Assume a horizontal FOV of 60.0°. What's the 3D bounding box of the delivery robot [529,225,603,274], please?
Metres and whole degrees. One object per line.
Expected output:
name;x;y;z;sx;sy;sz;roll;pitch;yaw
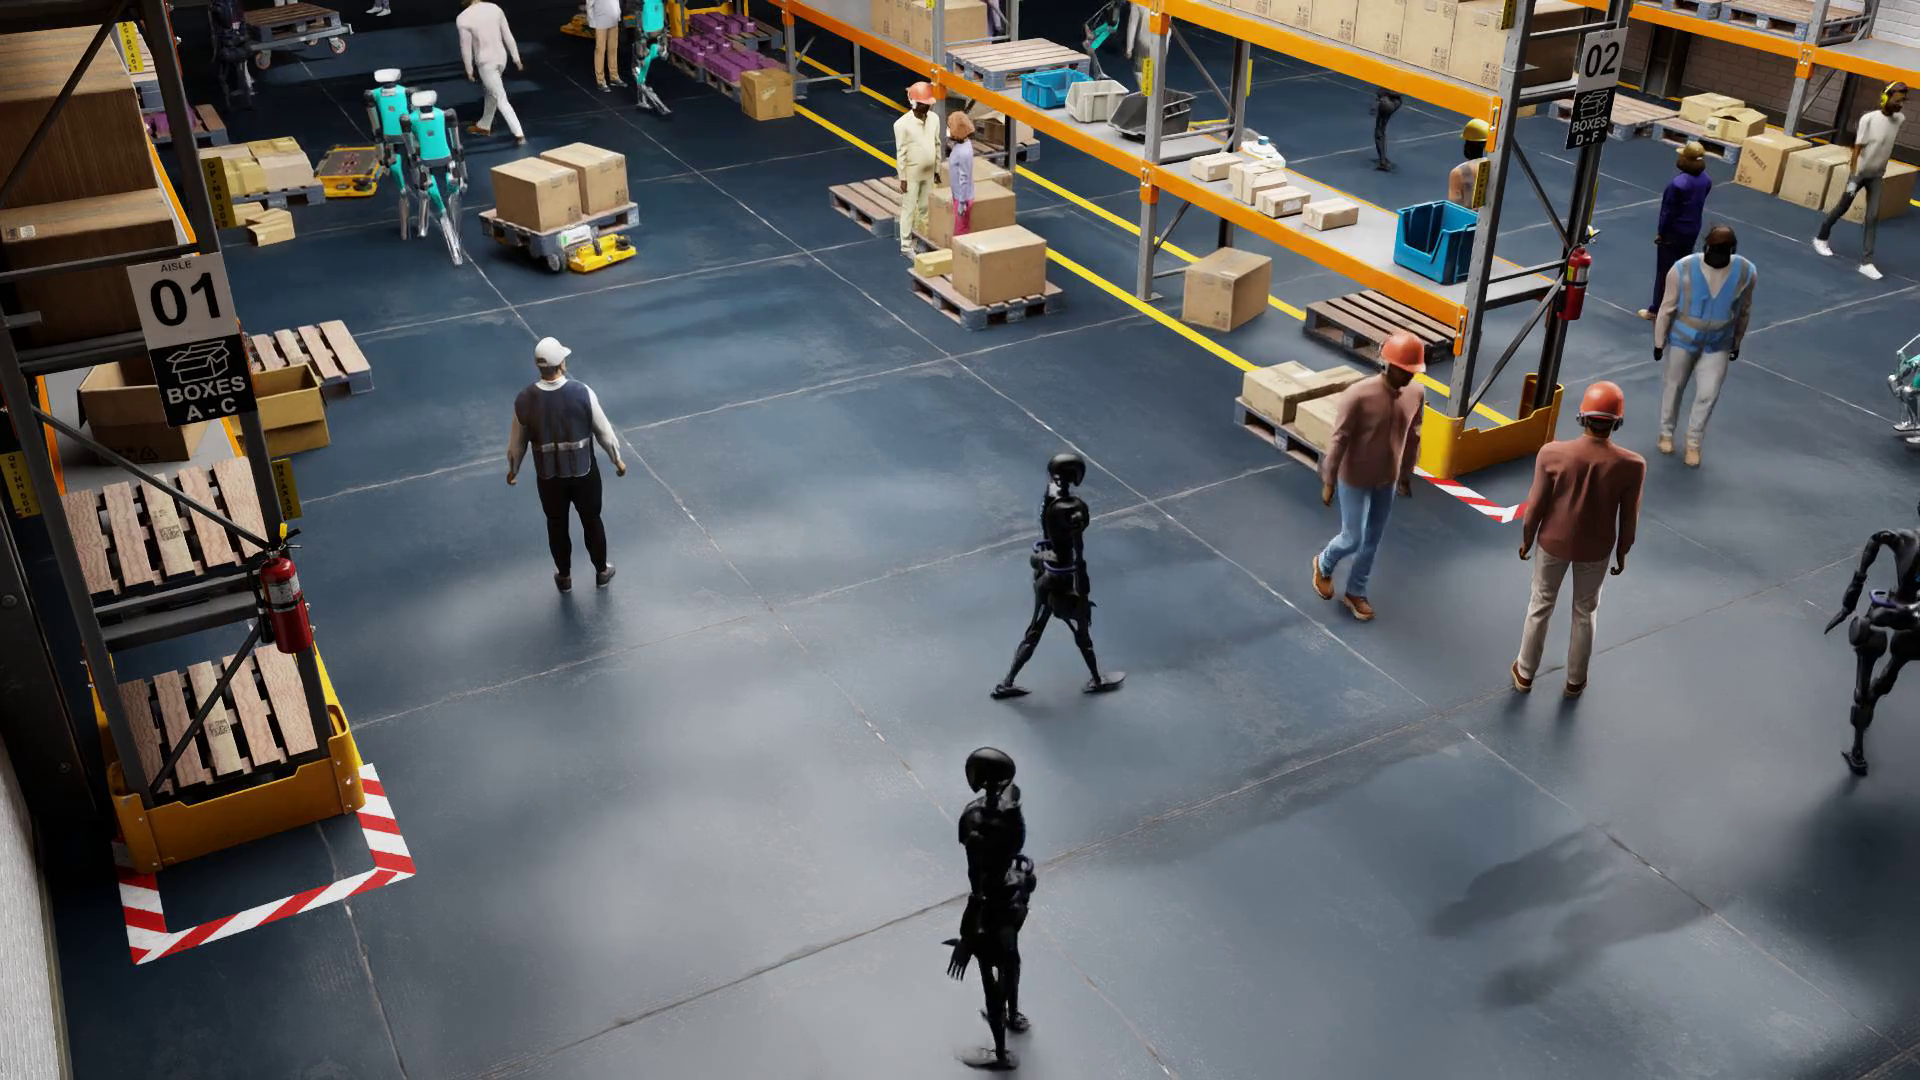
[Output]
delivery robot;-3.919;-2.968;16.280;0.772;0.585;0.499;26;39;38

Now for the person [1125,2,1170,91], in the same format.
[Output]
person;2.326;-6.115;20.464;0.573;1.865;0.608;-6;30;-11

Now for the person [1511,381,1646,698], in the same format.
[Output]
person;3.575;0.009;9.666;0.621;1.989;0.399;8;31;14

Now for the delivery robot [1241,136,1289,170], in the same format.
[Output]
delivery robot;3.331;-4.128;18.313;0.525;0.599;0.771;-5;30;-9

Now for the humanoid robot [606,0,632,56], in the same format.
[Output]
humanoid robot;-4.886;-7.555;23.149;0.599;1.656;0.354;1;30;1

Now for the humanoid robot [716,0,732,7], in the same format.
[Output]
humanoid robot;-3.661;-8.894;25.425;0.718;1.788;0.529;2;30;3

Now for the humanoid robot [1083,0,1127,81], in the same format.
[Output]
humanoid robot;1.899;-6.892;21.964;0.795;1.786;0.530;4;30;7

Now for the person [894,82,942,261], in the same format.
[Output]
person;-0.383;-3.584;16.170;0.554;1.743;0.346;-25;38;-36

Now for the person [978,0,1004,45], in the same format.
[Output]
person;0.261;-6.752;21.528;0.407;1.903;0.660;-24;38;-35

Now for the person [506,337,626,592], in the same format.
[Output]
person;-2.549;-0.469;10.733;0.762;1.755;0.447;-5;30;-9

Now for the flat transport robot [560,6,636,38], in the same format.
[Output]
flat transport robot;-5.230;-7.800;24.988;0.659;0.231;1.431;24;37;35

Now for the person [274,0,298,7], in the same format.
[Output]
person;-10.016;-8.478;24.590;0.429;1.841;0.635;12;32;20

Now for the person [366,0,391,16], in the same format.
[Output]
person;-9.045;-8.912;25.550;0.283;1.633;0.497;-26;39;-38

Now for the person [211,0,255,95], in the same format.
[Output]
person;-9.437;-6.689;21.384;0.490;1.937;0.496;-4;30;-7

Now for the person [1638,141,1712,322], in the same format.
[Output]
person;6.382;-2.750;14.833;0.467;1.622;0.350;-15;33;-24

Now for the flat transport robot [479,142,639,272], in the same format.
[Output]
flat transport robot;-3.970;-3.001;16.633;1.431;0.231;0.659;22;37;34

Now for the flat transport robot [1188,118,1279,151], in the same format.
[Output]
flat transport robot;3.149;-4.682;19.559;0.659;0.231;1.431;-9;31;-15

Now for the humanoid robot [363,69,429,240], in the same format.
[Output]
humanoid robot;-5.547;-3.848;16.690;0.551;1.849;0.706;-3;30;-5

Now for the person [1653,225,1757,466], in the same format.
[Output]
person;5.481;-1.430;12.338;0.645;1.822;0.631;8;31;14

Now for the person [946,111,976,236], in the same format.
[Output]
person;0.006;-3.225;15.663;0.280;1.628;0.501;-3;30;-5

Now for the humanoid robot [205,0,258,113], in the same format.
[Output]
humanoid robot;-9.125;-6.179;20.745;0.411;1.642;0.610;14;33;22

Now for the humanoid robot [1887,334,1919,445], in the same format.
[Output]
humanoid robot;7.394;-1.535;12.513;0.744;1.692;0.530;-3;30;-5

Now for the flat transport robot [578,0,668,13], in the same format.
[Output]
flat transport robot;-5.180;-8.325;25.902;1.431;0.231;0.659;-10;31;-17

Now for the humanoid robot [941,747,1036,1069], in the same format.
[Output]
humanoid robot;0.137;1.590;7.214;0.325;1.657;0.599;10;31;17

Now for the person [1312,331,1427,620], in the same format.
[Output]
person;2.564;-0.399;10.384;0.660;1.980;0.499;-10;31;-18

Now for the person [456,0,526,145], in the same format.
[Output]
person;-5.526;-5.614;19.588;0.995;1.869;0.671;19;35;30

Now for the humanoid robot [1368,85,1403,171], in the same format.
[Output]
humanoid robot;4.766;-4.993;18.693;0.425;1.656;0.611;19;35;30

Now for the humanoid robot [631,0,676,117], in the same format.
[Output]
humanoid robot;-3.904;-6.064;20.490;1.006;1.730;0.554;20;36;31

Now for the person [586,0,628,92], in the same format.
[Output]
person;-4.611;-6.767;21.700;0.342;1.747;0.571;19;35;30

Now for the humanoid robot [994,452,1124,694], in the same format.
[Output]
humanoid robot;0.583;0.203;9.698;0.796;1.635;0.605;-9;31;-15

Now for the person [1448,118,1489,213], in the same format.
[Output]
person;4.371;-2.691;14.431;0.592;1.924;0.379;-17;34;-27

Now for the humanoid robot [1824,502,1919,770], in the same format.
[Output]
humanoid robot;5.186;0.438;9.273;0.596;1.629;0.772;9;31;14

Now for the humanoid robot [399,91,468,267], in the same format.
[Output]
humanoid robot;-5.046;-3.576;16.193;0.532;1.746;0.995;-6;30;-10

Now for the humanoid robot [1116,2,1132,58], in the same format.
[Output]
humanoid robot;2.530;-7.496;23.070;0.713;1.636;0.601;11;32;19

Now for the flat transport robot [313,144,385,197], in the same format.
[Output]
flat transport robot;-6.809;-4.130;18.598;0.659;0.231;1.431;-4;30;-7

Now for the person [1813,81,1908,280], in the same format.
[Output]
person;8.693;-3.508;15.965;0.528;1.818;0.984;-5;30;-8
